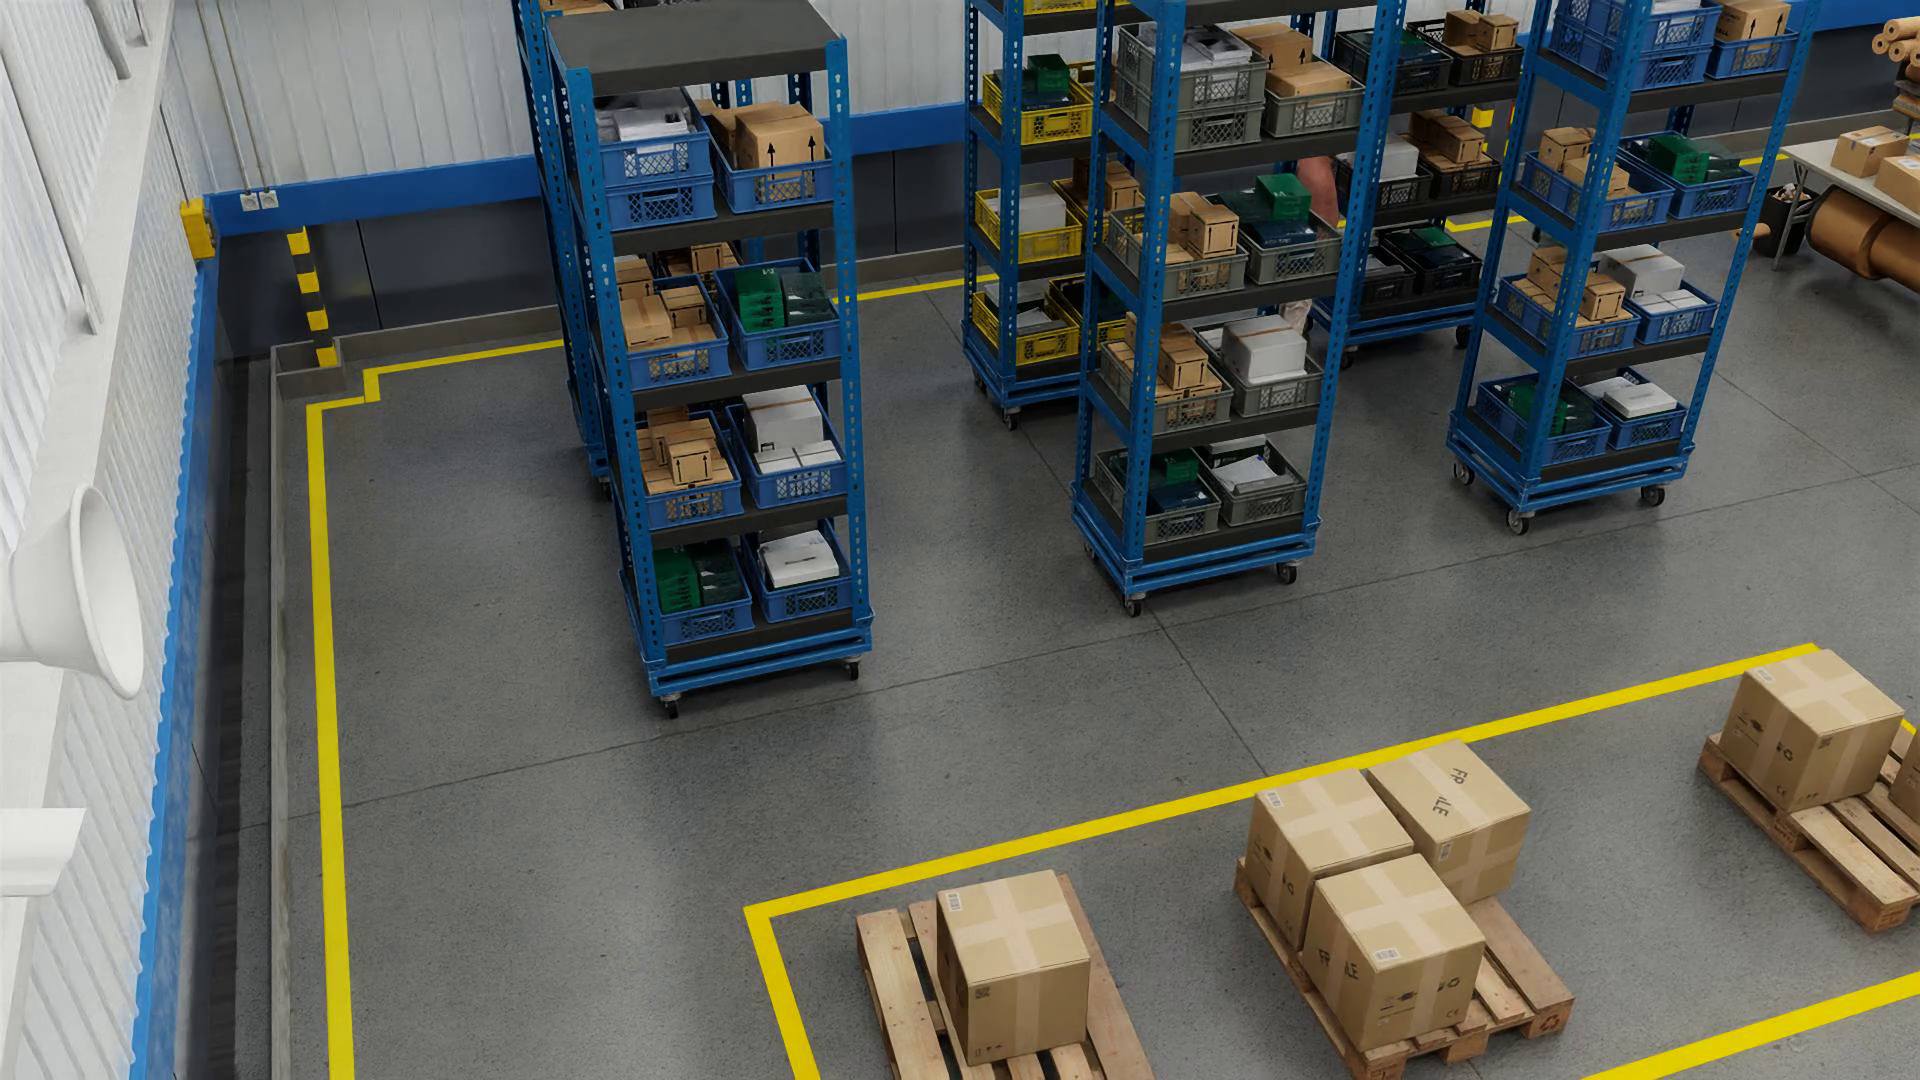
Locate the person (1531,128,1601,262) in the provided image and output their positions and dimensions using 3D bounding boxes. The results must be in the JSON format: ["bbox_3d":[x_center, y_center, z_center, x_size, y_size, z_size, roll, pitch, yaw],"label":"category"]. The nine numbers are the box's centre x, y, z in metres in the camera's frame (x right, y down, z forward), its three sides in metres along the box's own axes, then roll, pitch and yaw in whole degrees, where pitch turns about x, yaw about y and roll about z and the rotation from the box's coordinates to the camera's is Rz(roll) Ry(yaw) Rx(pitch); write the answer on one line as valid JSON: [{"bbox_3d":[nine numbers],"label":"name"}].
[{"bbox_3d":[4.349,-2.181,11.947,0.314,1.636,0.515,-24,42,-30],"label":"person"}]

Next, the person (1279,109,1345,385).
[{"bbox_3d":[2.401,-2.005,11.398,0.392,1.985,0.609,2,35,2],"label":"person"}]
